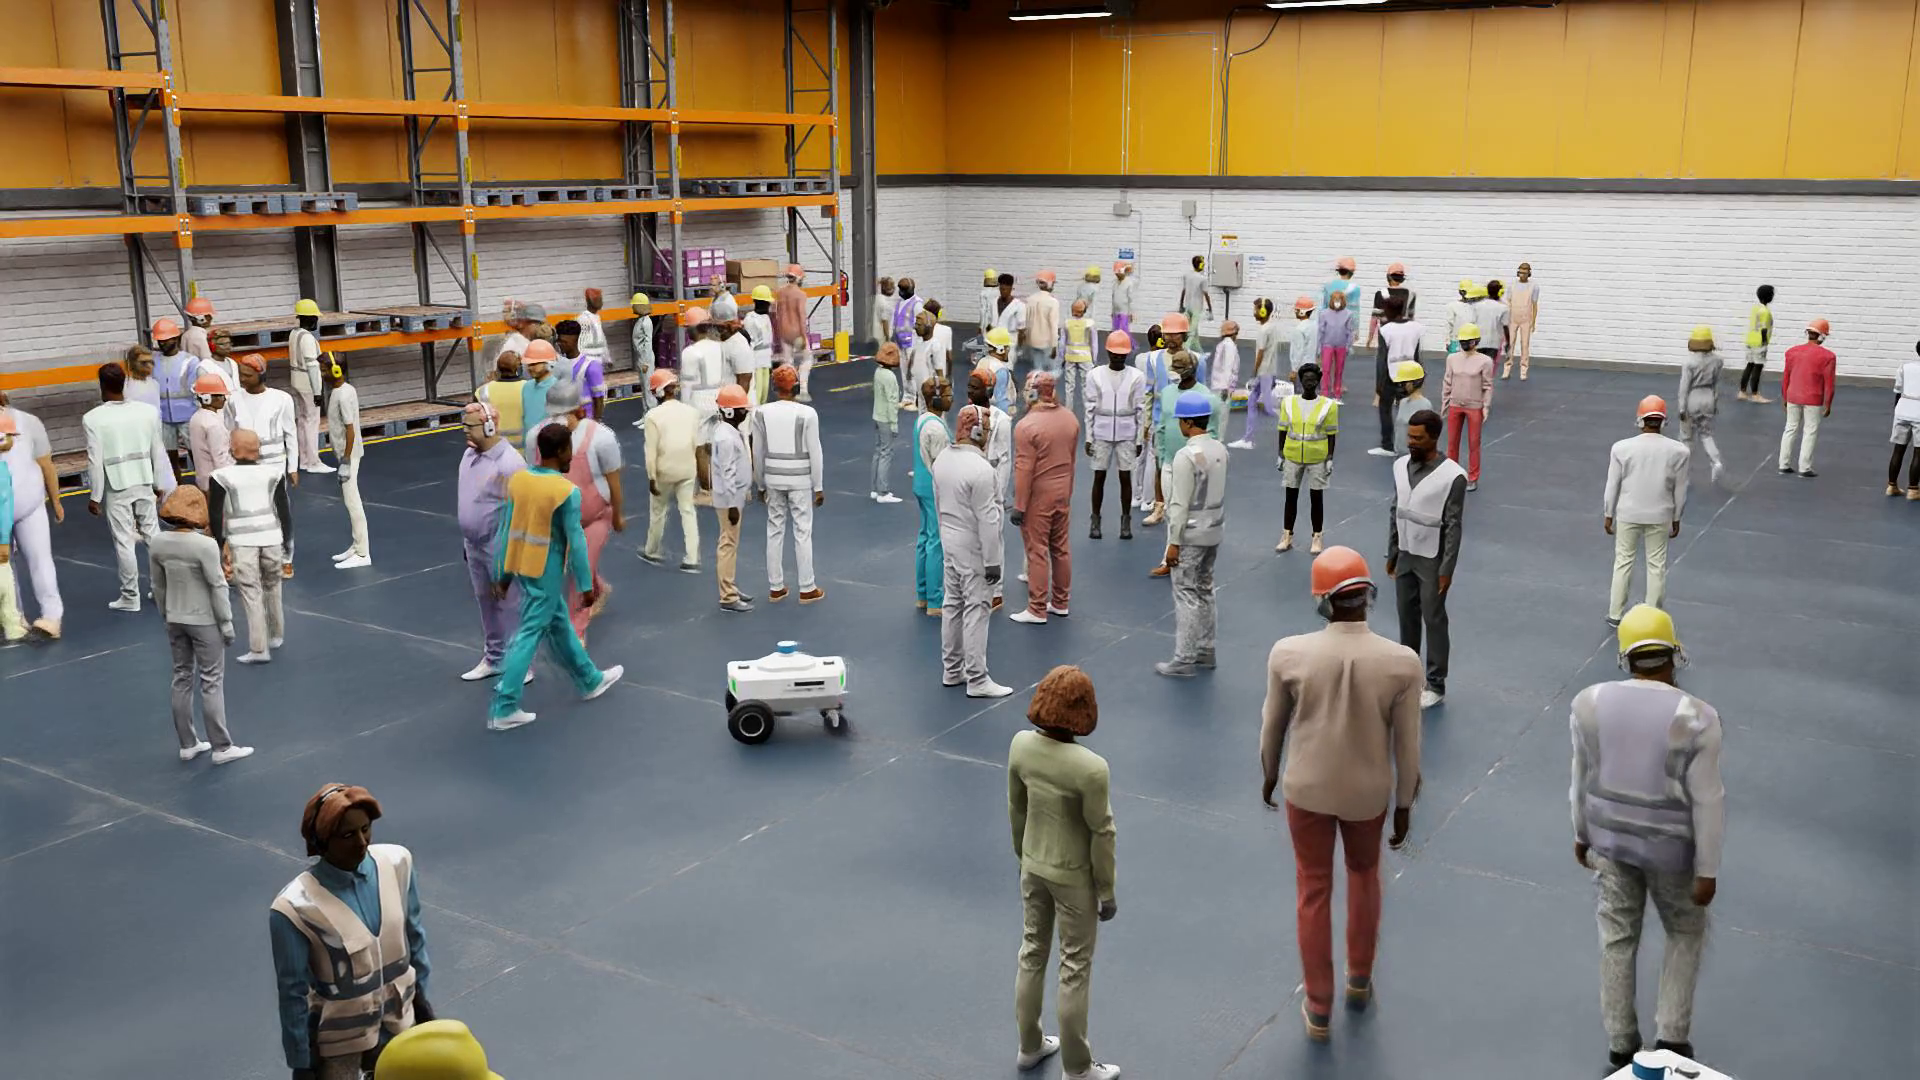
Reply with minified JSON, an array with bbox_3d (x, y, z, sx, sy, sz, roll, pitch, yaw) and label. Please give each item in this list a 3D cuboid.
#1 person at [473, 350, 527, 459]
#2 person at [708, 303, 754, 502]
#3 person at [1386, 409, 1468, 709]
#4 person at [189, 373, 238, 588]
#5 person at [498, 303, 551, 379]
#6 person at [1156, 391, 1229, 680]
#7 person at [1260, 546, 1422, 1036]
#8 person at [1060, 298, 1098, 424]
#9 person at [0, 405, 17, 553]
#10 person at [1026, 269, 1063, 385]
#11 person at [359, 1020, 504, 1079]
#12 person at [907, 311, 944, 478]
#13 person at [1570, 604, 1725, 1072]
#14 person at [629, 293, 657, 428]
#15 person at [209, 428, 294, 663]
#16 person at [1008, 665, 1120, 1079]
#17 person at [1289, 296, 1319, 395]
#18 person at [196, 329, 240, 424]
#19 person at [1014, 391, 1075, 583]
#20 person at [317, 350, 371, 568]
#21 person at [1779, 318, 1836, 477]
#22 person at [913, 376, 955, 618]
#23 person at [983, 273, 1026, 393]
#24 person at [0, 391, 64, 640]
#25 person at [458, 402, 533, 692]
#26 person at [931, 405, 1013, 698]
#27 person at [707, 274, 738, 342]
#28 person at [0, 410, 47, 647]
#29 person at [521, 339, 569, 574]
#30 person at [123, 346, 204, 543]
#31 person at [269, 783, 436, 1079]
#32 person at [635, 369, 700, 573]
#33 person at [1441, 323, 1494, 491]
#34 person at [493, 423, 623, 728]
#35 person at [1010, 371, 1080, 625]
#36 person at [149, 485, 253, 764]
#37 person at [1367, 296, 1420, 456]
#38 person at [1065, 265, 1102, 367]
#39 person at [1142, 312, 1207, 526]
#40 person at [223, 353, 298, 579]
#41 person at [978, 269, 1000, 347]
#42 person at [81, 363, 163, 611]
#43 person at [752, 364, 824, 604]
[{"bbox_3d":[-3.841,-0.722,14.374,0.631,1.843,0.429,-1,13,-6],"label":"person"},{"bbox_3d":[-2.358,-1.391,16.838,0.536,2.000,0.684,-5,14,-21],"label":"person"},{"bbox_3d":[2.962,0.110,10.619,0.381,1.910,0.590,-7,15,-28],"label":"person"},{"bbox_3d":[-6.030,-0.481,13.524,0.324,1.749,0.572,-11,17,-39],"label":"person"},{"bbox_3d":[-4.443,-1.447,17.083,0.587,2.000,0.818,5,14,22],"label":"person"},{"bbox_3d":[1.573,-0.037,11.200,0.415,1.937,0.622,9,16,34],"label":"person"},{"bbox_3d":[1.522,0.980,6.750,0.609,1.956,0.735,2,13,7],"label":"person"},{"bbox_3d":[1.559,-2.341,21.836,0.513,1.642,0.313,5,14,20],"label":"person"},{"bbox_3d":[-8.546,-0.648,14.499,0.511,1.640,0.308,-10,16,-36],"label":"person"},{"bbox_3d":[1.144,-2.677,22.571,0.623,1.971,0.442,13,18,44],"label":"person"},{"bbox_3d":[-1.083,1.837,3.508,0.339,1.737,0.525,-4,14,-19],"label":"person"},{"bbox_3d":[-0.344,-1.541,17.917,0.351,1.846,0.507,-6,14,-24],"label":"person"},{"bbox_3d":[2.616,1.147,6.382,0.611,1.794,0.469,11,17,39],"label":"person"},{"bbox_3d":[-4.101,-2.318,21.514,0.295,1.744,0.484,-5,14,-21],"label":"person"},{"bbox_3d":[-4.925,0.037,11.616,0.530,1.603,0.586,-10,17,-38],"label":"person"},{"bbox_3d":[0.388,1.258,6.242,0.277,1.633,0.501,-12,18,-43],"label":"person"},{"bbox_3d":[4.294,-2.186,20.908,0.320,1.755,0.563,8,15,30],"label":"person"},{"bbox_3d":[-7.148,-1.124,16.108,0.387,1.845,0.565,1,13,6],"label":"person"},{"bbox_3d":[0.697,-0.446,13.636,0.523,1.633,0.313,-4,14,-19],"label":"person"},{"bbox_3d":[-5.255,-0.689,14.184,0.328,1.865,0.520,-5,14,-20],"label":"person"},{"bbox_3d":[9.292,-1.557,18.220,0.354,1.740,0.569,-9,16,-35],"label":"person"},{"bbox_3d":[-0.180,-0.329,12.661,0.345,1.846,0.506,-4,14,-18],"label":"person"},{"bbox_3d":[0.628,-2.646,22.496,0.642,1.943,0.562,10,16,37],"label":"person"},{"bbox_3d":[-6.847,-0.256,11.915,0.725,2.000,0.998,-7,15,-28],"label":"person"},{"bbox_3d":[-3.084,0.041,10.924,0.651,1.906,0.403,11,17,41],"label":"person"},{"bbox_3d":[0.085,0.073,10.797,0.410,1.903,0.642,-8,15,-30],"label":"person"},{"bbox_3d":[-3.280,-2.693,22.815,0.398,1.895,0.654,-7,15,-27],"label":"person"},{"bbox_3d":[-6.884,-0.034,11.660,0.576,1.718,0.740,12,18,42],"label":"person"},{"bbox_3d":[-3.456,-0.690,13.930,0.615,1.989,0.401,10,17,38],"label":"person"},{"bbox_3d":[-7.274,-0.835,14.953,0.955,1.799,0.535,5,14,21],"label":"person"},{"bbox_3d":[-1.856,1.516,5.126,0.313,1.633,0.519,8,15,31],"label":"person"},{"bbox_3d":[-2.484,-0.599,14.117,0.578,1.704,0.781,-12,17,-41],"label":"person"},{"bbox_3d":[5.300,-1.392,17.444,0.531,1.767,0.328,10,17,38],"label":"person"},{"bbox_3d":[-2.541,0.201,10.353,0.606,1.846,1.051,11,17,40],"label":"person"},{"bbox_3d":[0.603,-0.317,12.483,0.401,1.906,0.642,12,18,43],"label":"person"},{"bbox_3d":[-4.402,0.486,9.591,0.497,1.633,0.278,5,14,20],"label":"person"},{"bbox_3d":[5.093,-1.884,19.315,0.712,1.894,0.582,-5,14,-22],"label":"person"},{"bbox_3d":[2.041,-3.658,27.398,0.680,1.710,0.506,-11,17,-39],"label":"person"},{"bbox_3d":[1.997,-1.114,15.622,0.611,2.046,0.386,8,15,31],"label":"person"},{"bbox_3d":[-5.778,-0.603,13.763,0.573,1.885,0.357,-2,13,-7],"label":"person"},{"bbox_3d":[0.497,-3.380,26.138,0.483,1.735,0.311,-8,15,-31],"label":"person"},{"bbox_3d":[-6.419,-0.403,12.825,0.391,1.919,0.587,9,16,33],"label":"person"},{"bbox_3d":[-1.335,-0.432,13.024,0.573,1.883,0.353,4,14,17],"label":"person"}]
